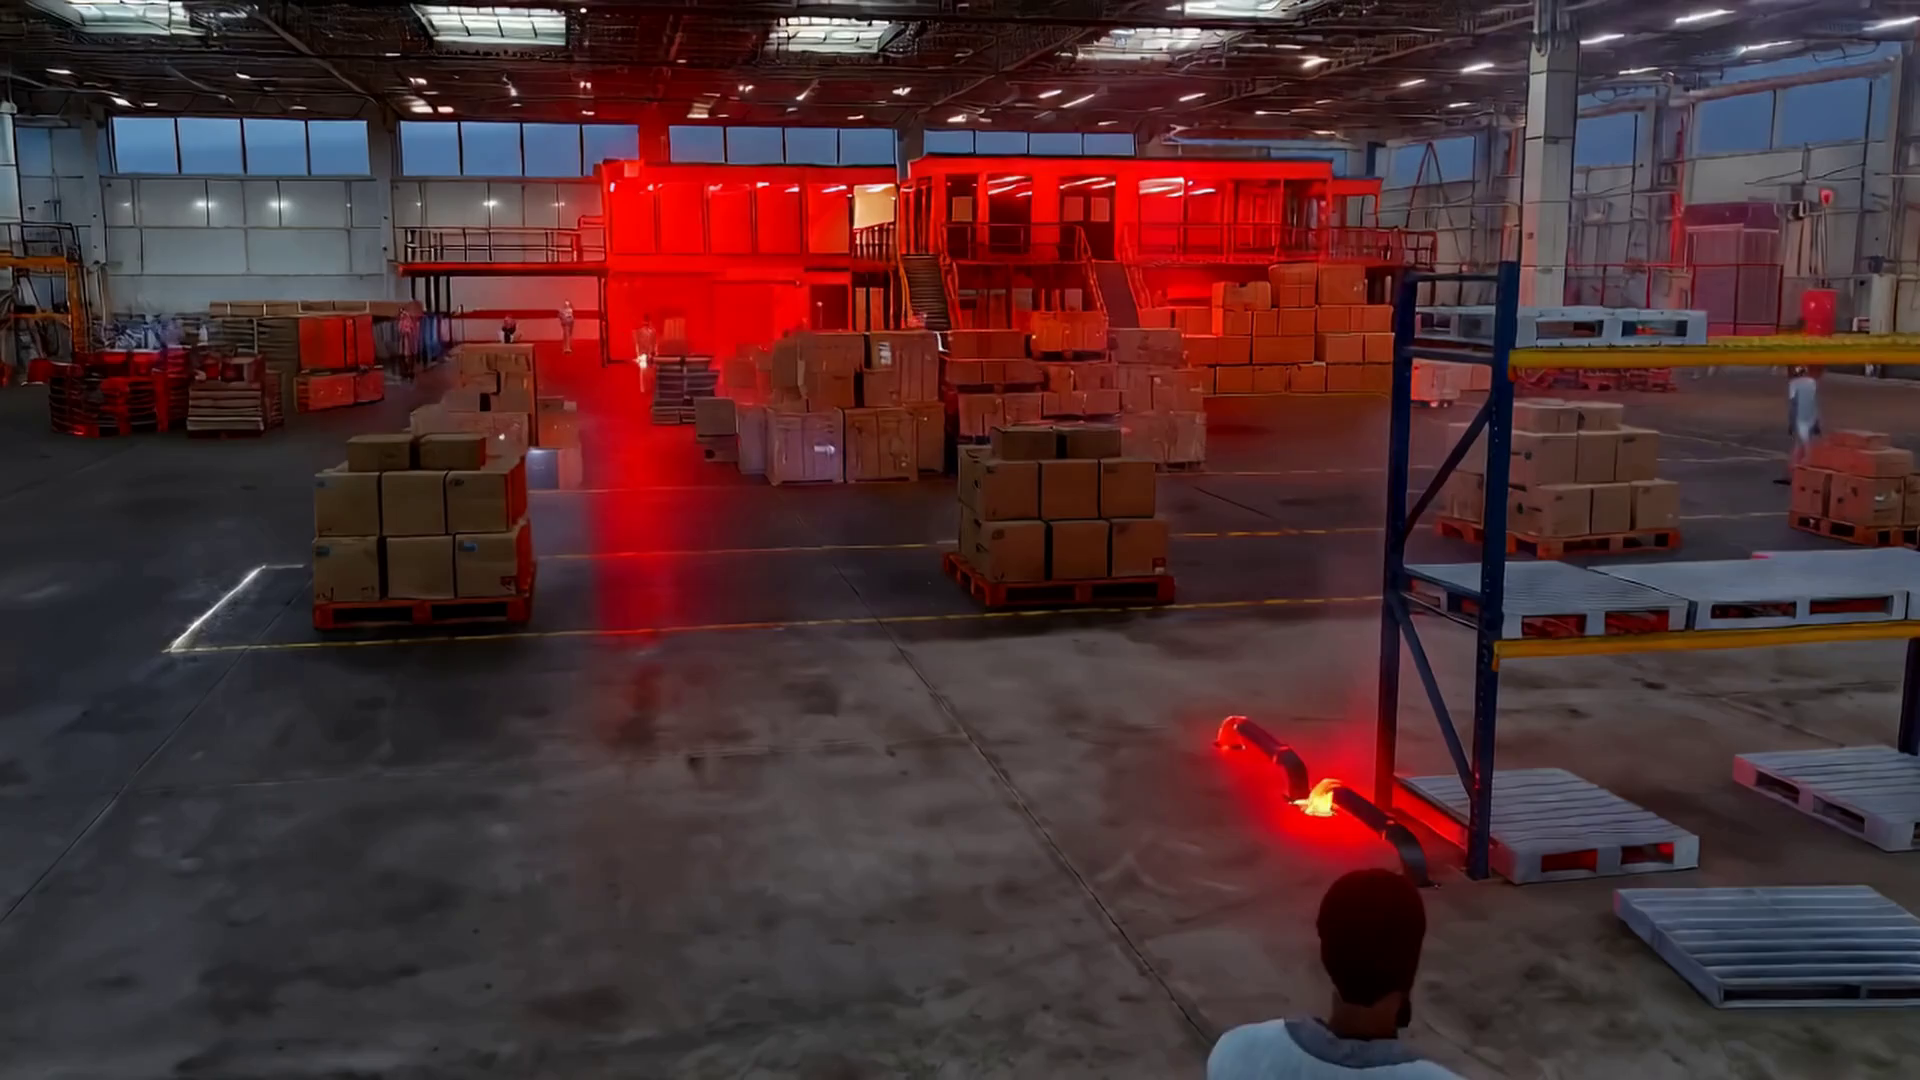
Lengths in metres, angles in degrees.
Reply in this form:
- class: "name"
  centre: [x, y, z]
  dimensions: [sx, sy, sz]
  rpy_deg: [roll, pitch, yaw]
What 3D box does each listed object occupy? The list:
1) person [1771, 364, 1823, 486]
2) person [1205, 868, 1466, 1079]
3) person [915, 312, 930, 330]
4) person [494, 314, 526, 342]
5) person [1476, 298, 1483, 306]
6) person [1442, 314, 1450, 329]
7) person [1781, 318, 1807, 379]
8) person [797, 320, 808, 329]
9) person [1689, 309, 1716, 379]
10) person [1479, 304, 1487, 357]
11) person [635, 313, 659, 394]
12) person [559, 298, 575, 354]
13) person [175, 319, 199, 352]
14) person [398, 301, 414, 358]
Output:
- class: "person"
  centre: [11.524, -1.603, 22.611]
  dimensions: [0.539, 1.831, 0.896]
  rpy_deg: [-5, 11, -30]
- class: "person"
  centre: [0.718, 1.555, 3.118]
  dimensions: [0.588, 1.908, 0.392]
  rpy_deg: [7, 12, 38]
- class: "person"
  centre: [-0.783, -3.912, 36.056]
  dimensions: [0.653, 2.025, 0.579]
  rpy_deg: [-7, 12, -38]
- class: "person"
  centre: [-9.924, -4.041, 36.811]
  dimensions: [0.684, 2.000, 1.036]
  rpy_deg: [1, 9, 5]
- class: "person"
  centre: [18.311, -7.597, 58.795]
  dimensions: [0.617, 1.931, 0.425]
  rpy_deg: [-1, 9, -3]
- class: "person"
  centre: [14.503, -6.032, 49.905]
  dimensions: [0.865, 1.733, 0.534]
  rpy_deg: [7, 11, 35]
- class: "person"
  centre: [22.089, -5.038, 44.003]
  dimensions: [0.527, 1.668, 0.721]
  rpy_deg: [-4, 10, -24]
- class: "person"
  centre: [-3.279, -3.682, 35.115]
  dimensions: [1.035, 1.881, 0.640]
  rpy_deg: [-2, 10, -14]
- class: "person"
  centre: [19.908, -5.251, 44.652]
  dimensions: [0.682, 1.886, 0.587]
  rpy_deg: [-1, 9, -6]
- class: "person"
  centre: [14.317, -5.469, 45.646]
  dimensions: [0.387, 1.996, 0.611]
  rpy_deg: [0, 9, -1]
- class: "person"
  centre: [-7.425, -4.419, 39.440]
  dimensions: [0.553, 1.936, 0.370]
  rpy_deg: [-3, 10, -18]
- class: "person"
  centre: [-13.694, -7.461, 57.988]
  dimensions: [0.356, 1.930, 0.589]
  rpy_deg: [7, 12, 36]
- class: "person"
  centre: [-19.240, -4.651, 41.505]
  dimensions: [0.532, 1.724, 0.900]
  rpy_deg: [0, 9, -1]
- class: "person"
  centre: [-18.387, -6.969, 55.133]
  dimensions: [0.587, 1.882, 0.342]
  rpy_deg: [8, 12, 41]
